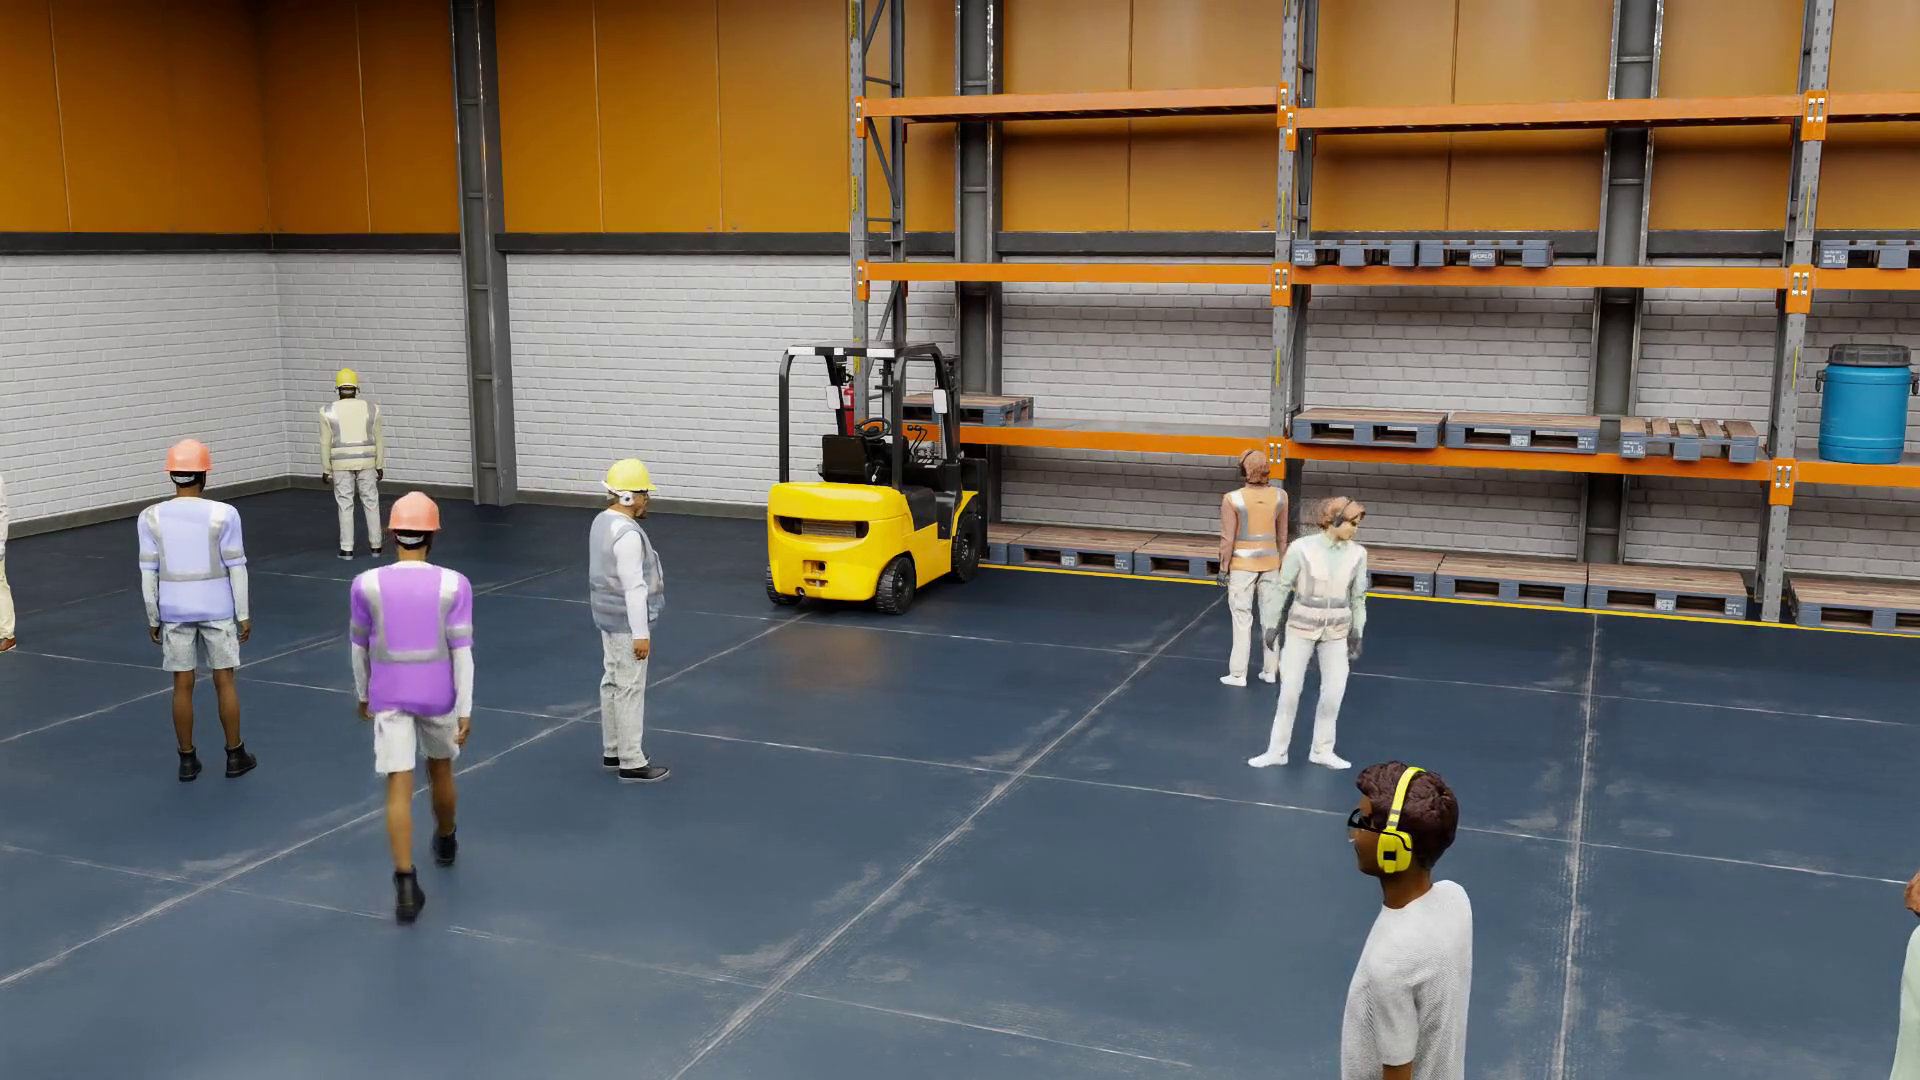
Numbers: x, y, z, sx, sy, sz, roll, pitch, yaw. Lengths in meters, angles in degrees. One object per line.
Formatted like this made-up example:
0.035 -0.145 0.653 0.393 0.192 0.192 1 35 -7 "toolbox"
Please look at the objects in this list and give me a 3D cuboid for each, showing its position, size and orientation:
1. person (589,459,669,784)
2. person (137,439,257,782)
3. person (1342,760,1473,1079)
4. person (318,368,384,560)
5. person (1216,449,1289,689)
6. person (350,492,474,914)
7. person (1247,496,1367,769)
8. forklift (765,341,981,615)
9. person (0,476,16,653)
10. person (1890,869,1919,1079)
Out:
-1.871 0.451 9.398 0.403 1.827 0.600 -6 12 -28 "person"
-4.303 0.396 9.402 0.549 1.936 0.376 -2 10 -12 "person"
0.999 1.422 3.888 0.328 1.867 0.512 6 12 29 "person"
-5.826 -0.726 15.940 0.592 1.834 0.404 -6 12 -29 "person"
1.994 0.198 11.333 0.513 1.641 0.309 -4 11 -19 "person"
-2.534 0.726 7.741 0.552 1.891 0.989 -3 11 -17 "person"
1.984 0.547 9.480 0.659 1.608 0.329 -2 10 -9 "person"
-0.739 -0.602 14.246 1.214 2.155 2.313 4 11 21 "forklift"
-7.258 0.026 12.311 0.500 1.633 0.282 3 11 16 "person"
2.409 1.505 4.071 0.277 1.633 0.507 3 11 19 "person"
